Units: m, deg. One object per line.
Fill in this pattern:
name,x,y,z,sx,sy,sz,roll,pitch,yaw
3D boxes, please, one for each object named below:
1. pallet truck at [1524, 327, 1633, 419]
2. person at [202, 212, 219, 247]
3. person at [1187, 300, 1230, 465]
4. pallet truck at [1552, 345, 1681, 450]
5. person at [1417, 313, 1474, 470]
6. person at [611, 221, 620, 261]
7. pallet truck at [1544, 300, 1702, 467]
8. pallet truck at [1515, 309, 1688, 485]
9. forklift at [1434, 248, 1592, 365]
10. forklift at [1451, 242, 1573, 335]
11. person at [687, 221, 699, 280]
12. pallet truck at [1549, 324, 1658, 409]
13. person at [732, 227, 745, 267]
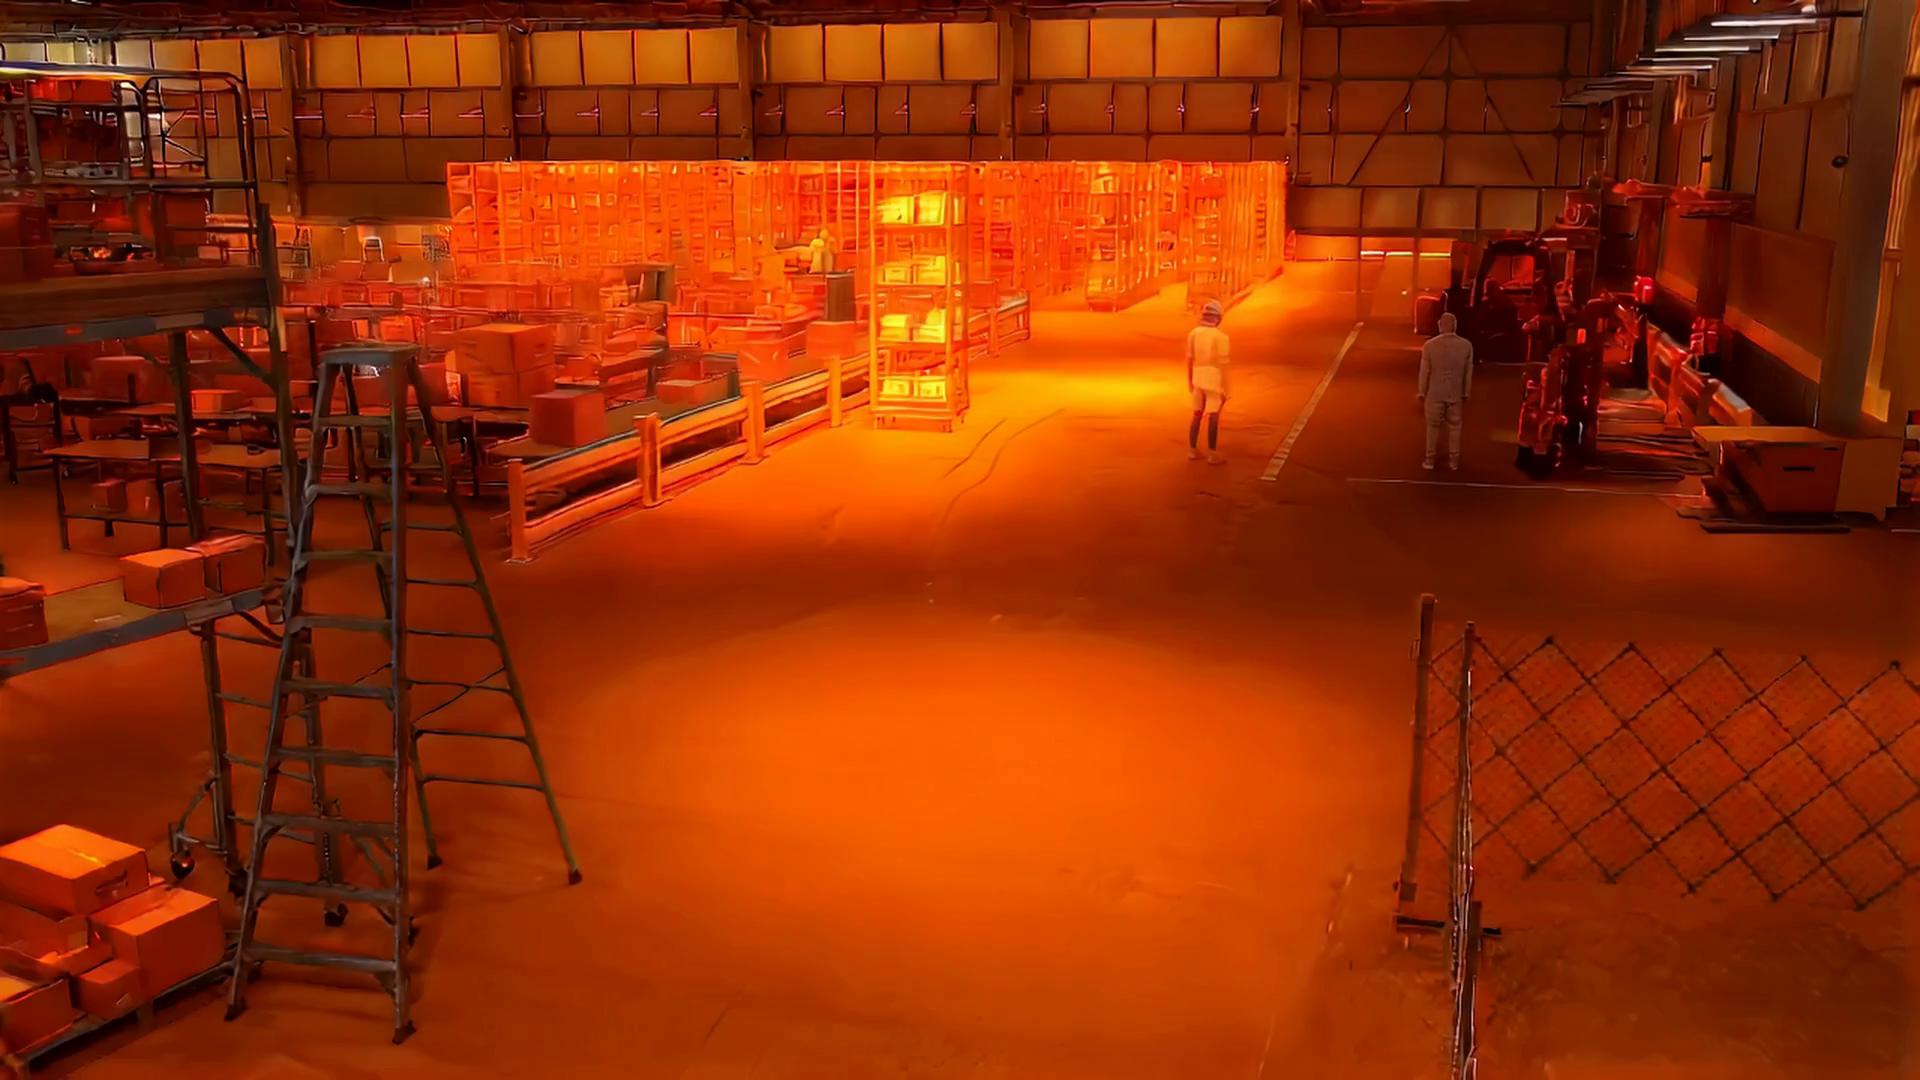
pallet truck,9.065,-2.460,24.370,1.522,1.261,0.704,3,13,14
person,-27.517,-11.146,60.947,0.536,1.727,0.892,4,14,17
person,3.081,-1.938,20.504,0.603,2.036,0.395,12,18,43
pallet truck,8.641,-1.896,21.908,1.630,1.274,0.653,4,14,16
person,5.856,-1.791,20.135,0.639,1.910,0.407,1,13,3
person,-10.455,-8.958,50.994,0.375,1.950,0.614,8,15,31
pallet truck,8.263,-1.952,20.631,1.885,1.965,0.823,5,14,20
pallet truck,7.554,-1.677,19.446,1.885,1.965,0.823,3,13,14
forklift,9.780,-4.111,29.280,2.680,1.987,1.157,3,13,14
forklift,10.464,-4.597,31.405,2.680,1.987,1.157,4,14,16
person,-8.143,-8.873,50.885,0.403,1.831,0.596,-5,14,-19
pallet truck,9.824,-2.669,25.407,1.601,1.201,0.680,4,14,16
person,-6.896,-9.126,52.027,0.569,1.830,0.439,-12,17,-41
